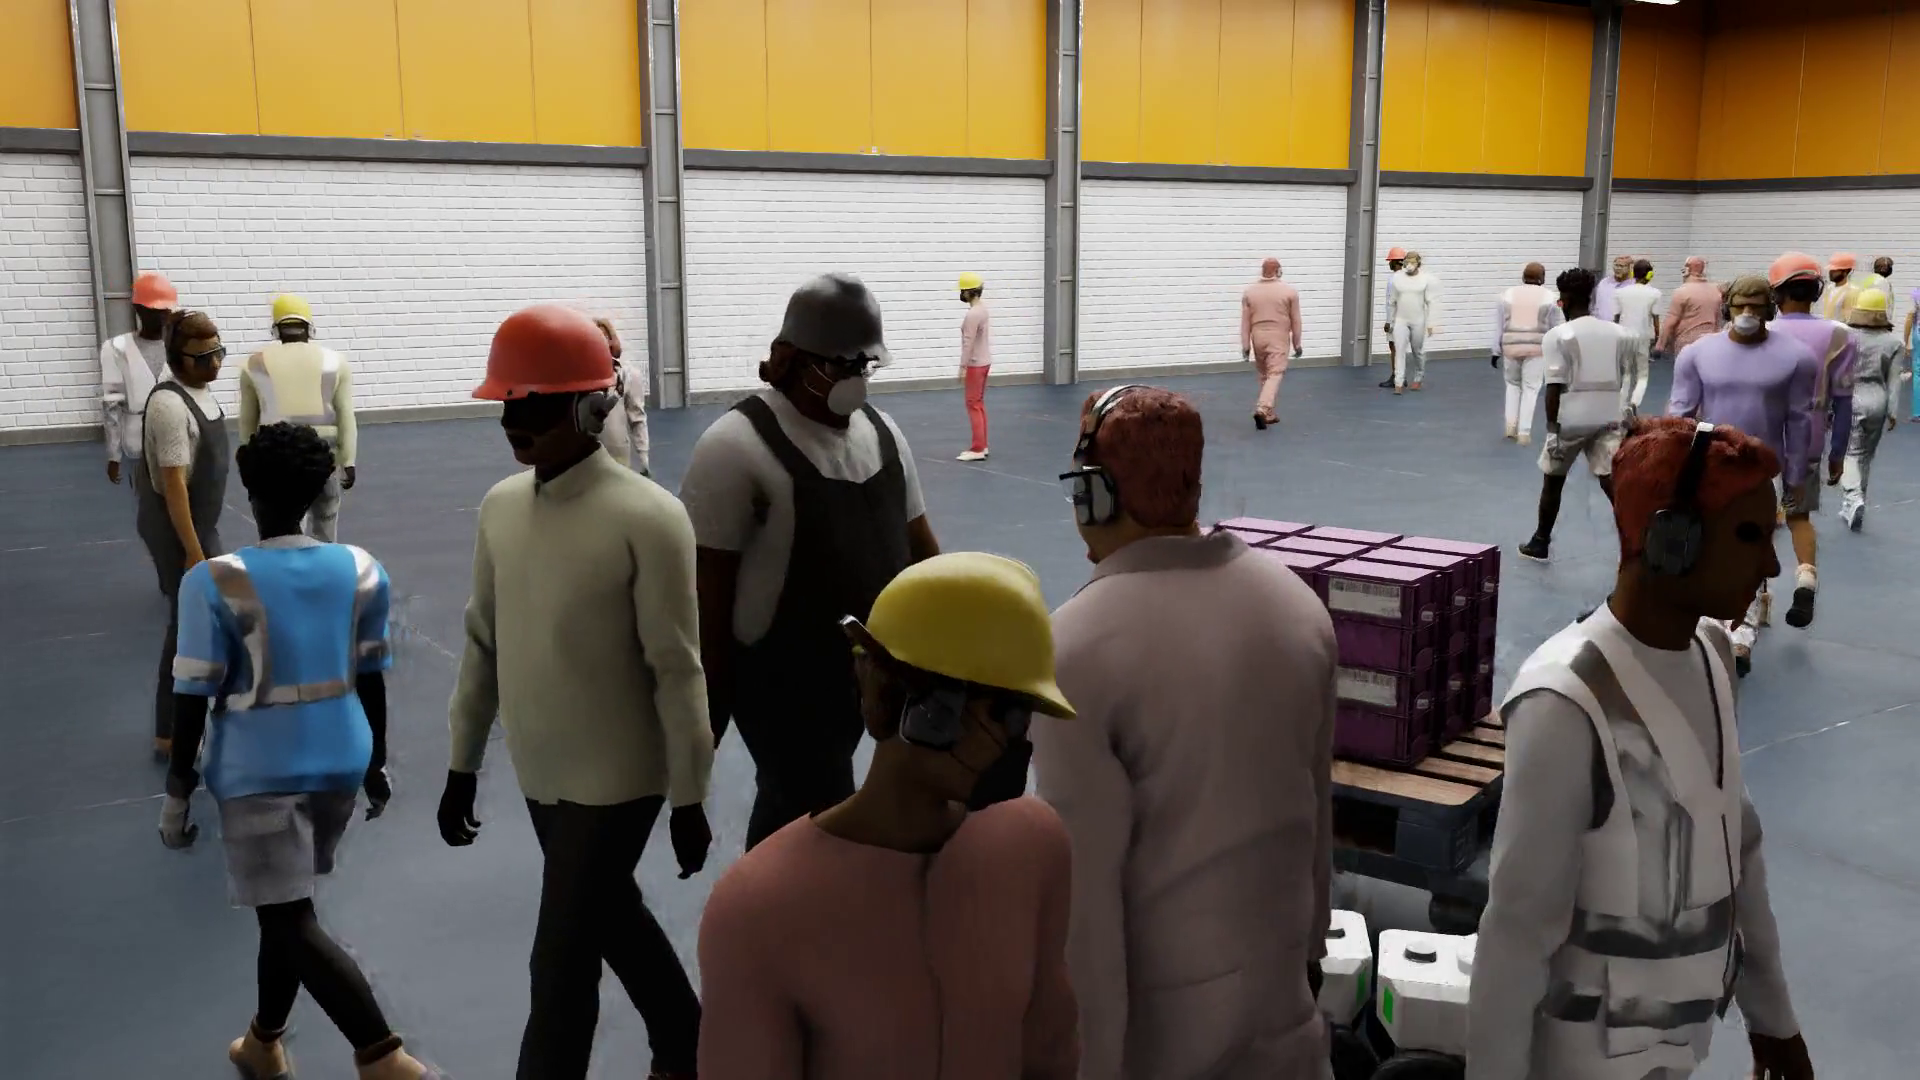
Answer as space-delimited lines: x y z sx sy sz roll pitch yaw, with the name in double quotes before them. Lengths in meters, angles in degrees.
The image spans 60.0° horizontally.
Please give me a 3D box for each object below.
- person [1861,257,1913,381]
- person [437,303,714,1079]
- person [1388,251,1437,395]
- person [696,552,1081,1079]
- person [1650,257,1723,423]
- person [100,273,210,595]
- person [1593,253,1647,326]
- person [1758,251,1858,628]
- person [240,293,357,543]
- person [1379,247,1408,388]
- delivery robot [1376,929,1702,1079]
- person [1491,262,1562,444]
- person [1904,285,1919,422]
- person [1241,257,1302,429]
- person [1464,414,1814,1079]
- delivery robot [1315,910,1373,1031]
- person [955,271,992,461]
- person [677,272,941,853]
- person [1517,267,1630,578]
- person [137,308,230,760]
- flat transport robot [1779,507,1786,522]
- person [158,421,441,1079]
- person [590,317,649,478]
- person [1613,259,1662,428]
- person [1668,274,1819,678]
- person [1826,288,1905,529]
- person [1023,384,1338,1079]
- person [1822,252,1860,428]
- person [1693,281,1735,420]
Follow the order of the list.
"person" 12.817 -3.027 23.131 0.973 1.791 0.653 2 11 11
"person" -0.827 0.477 3.524 0.627 1.945 0.977 9 14 40
"person" 6.043 -2.909 22.233 0.644 1.900 0.999 5 12 26
"person" -0.115 0.855 2.059 0.558 1.731 0.764 -7 12 -33
"person" 7.474 -1.988 17.243 0.632 1.862 0.903 -7 12 -33
"person" -4.488 -0.550 9.342 0.546 1.891 0.984 -5 11 -25
"person" 7.684 -2.398 19.419 0.471 1.889 0.662 -8 13 -39
"person" 4.328 -0.496 8.705 0.609 2.011 0.648 3 11 14
"person" -3.659 -0.472 9.216 0.605 1.774 0.998 -4 11 -20
"person" 6.016 -3.073 23.004 0.375 1.935 0.551 9 14 40
"delivery robot" 1.319 1.073 3.808 0.707 0.478 0.477 3 11 14
"person" 5.756 -1.891 16.830 0.662 1.819 0.642 6 12 30
"person" 10.862 -2.211 18.593 0.569 1.828 0.447 1 10 8
"person" 3.381 -2.153 18.173 0.638 1.872 0.940 7 12 32
"person" 0.961 0.726 2.485 0.932 1.840 0.623 9 13 39
"delivery robot" 0.627 1.030 4.044 0.707 0.478 0.477 2 11 9
"person" 0.123 -1.617 15.509 0.329 1.763 0.538 2 11 12
"person" -0.294 0.292 4.273 0.956 2.000 0.704 7 13 34
"person" 3.899 -0.726 10.271 0.617 1.900 1.073 -2 11 -13
"person" -3.035 -0.007 6.552 0.455 1.804 0.551 -2 10 -9
"flat transport robot" 5.329 -0.186 11.744 0.652 0.197 1.431 8 13 37
"person" -1.505 0.562 3.877 0.813 1.664 0.555 6 12 31
"person" -2.034 -0.460 9.526 0.523 1.613 0.557 -4 11 -21
"person" 7.264 -2.106 17.970 0.542 1.849 0.477 7 12 32
"person" 3.695 -0.308 7.964 0.650 1.892 0.952 6 12 29
"person" 6.482 -0.942 11.935 0.492 1.719 0.774 2 11 13
"person" 0.409 0.696 2.597 0.680 1.858 0.907 -9 13 -39
"person" 9.548 -2.158 18.040 0.554 1.918 0.562 0 10 1
"person" 8.193 -1.988 18.006 0.828 1.596 0.505 8 13 38
